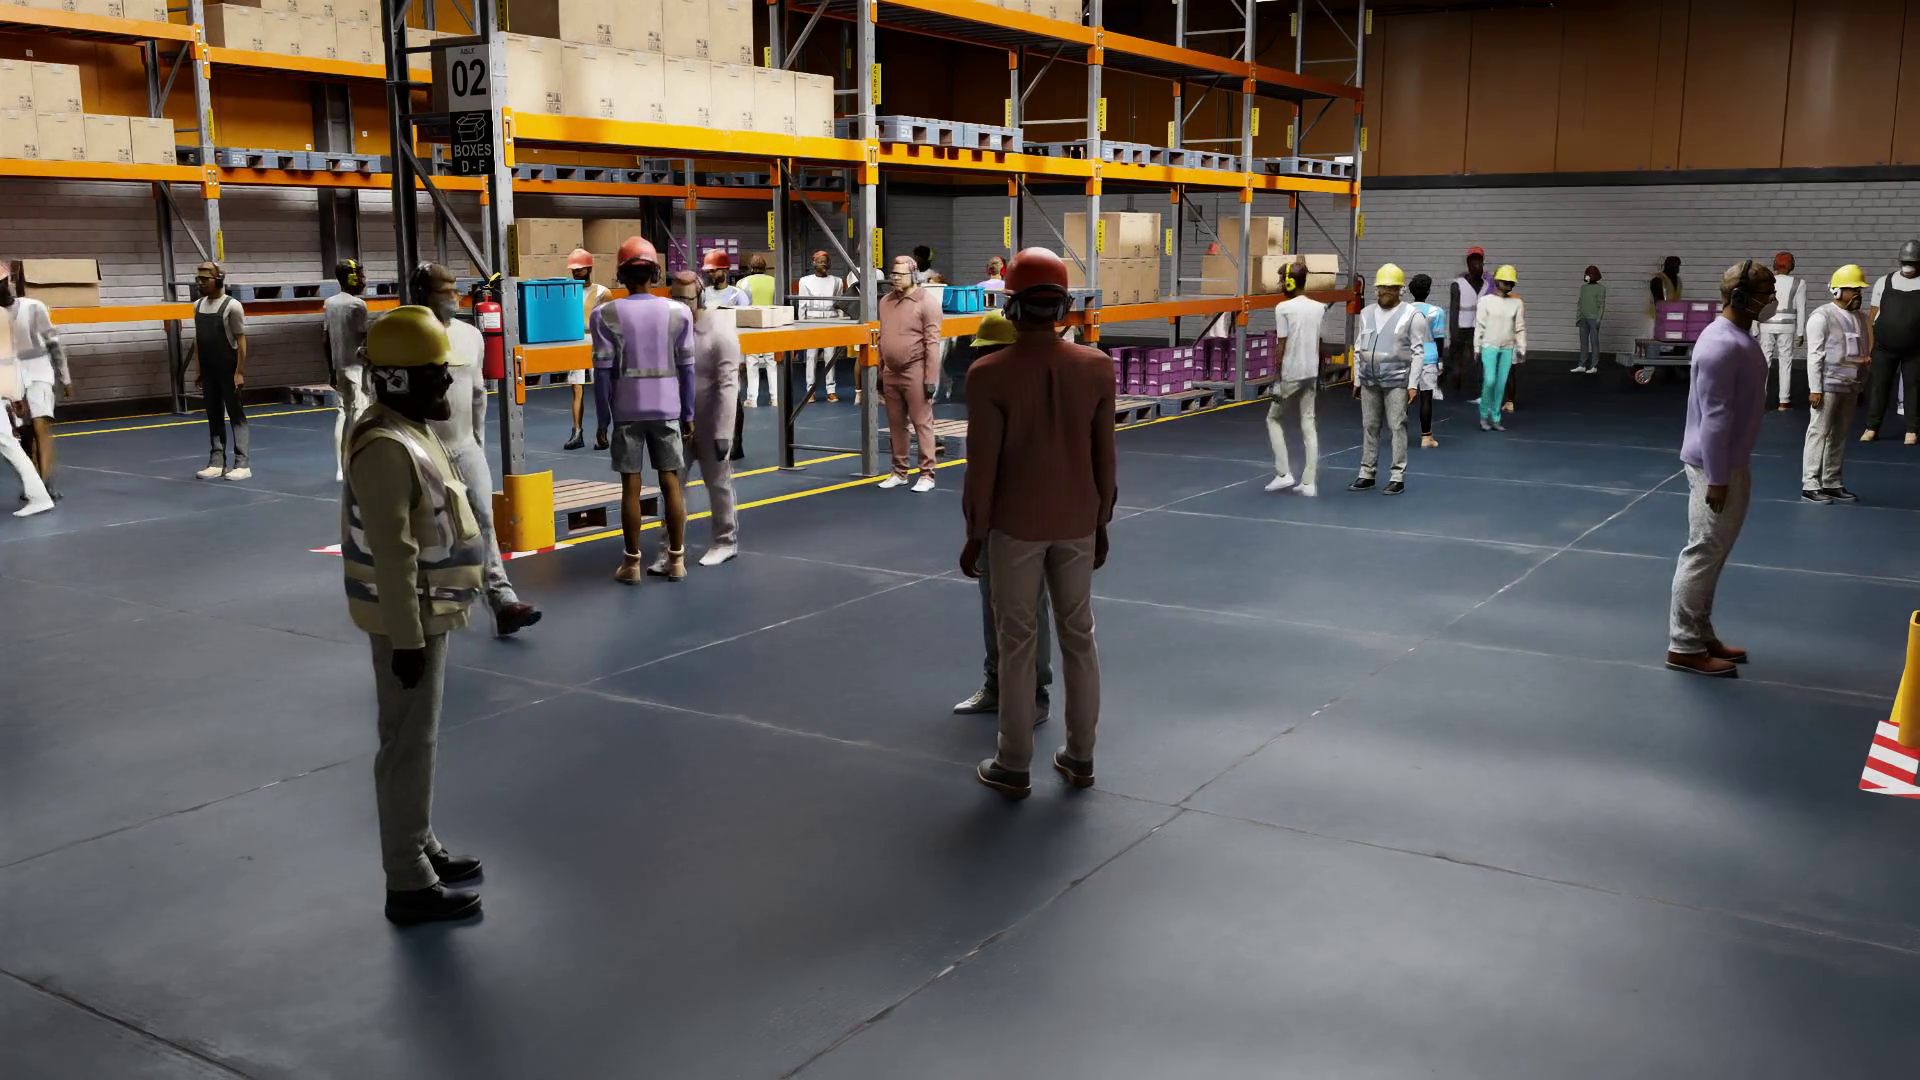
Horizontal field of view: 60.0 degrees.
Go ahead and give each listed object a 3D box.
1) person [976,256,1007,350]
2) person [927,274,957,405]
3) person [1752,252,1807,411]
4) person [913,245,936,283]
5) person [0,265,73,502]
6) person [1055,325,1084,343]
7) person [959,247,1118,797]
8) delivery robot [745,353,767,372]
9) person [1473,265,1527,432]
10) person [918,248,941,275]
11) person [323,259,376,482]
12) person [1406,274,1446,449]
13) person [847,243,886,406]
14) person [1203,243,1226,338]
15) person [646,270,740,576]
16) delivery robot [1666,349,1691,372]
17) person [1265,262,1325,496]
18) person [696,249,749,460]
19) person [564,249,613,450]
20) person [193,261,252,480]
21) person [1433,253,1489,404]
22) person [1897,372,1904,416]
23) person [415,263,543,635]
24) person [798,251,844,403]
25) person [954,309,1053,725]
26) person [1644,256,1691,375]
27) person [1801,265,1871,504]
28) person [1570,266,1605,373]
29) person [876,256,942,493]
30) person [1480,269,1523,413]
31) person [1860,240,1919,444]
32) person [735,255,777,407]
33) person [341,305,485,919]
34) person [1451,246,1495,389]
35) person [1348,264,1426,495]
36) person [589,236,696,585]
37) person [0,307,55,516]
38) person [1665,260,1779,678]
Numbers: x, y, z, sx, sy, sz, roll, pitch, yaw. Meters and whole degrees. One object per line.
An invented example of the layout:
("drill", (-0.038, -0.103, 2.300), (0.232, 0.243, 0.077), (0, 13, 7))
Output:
("person", (0.392, -2.300, 18.961), (0.568, 1.835, 0.387), (7, 12, 33))
("person", (-0.253, -2.493, 20.630), (0.530, 1.611, 0.703), (6, 12, 30))
("person", (9.750, -2.483, 19.822), (0.584, 1.882, 0.337), (8, 13, 36))
("person", (-0.488, -3.192, 23.553), (0.495, 1.953, 0.640), (-6, 12, -31))
("person", (-7.155, -1.187, 12.685), (0.620, 1.869, 0.823), (-4, 11, -21))
("person", (1.422, -2.853, 22.684), (0.537, 1.588, 0.883), (2, 11, 14))
("person", (0.285, -0.059, 6.081), (0.608, 1.996, 0.380), (-4, 11, -22))
("delivery robot", (-2.949, -2.638, 24.107), (0.477, 0.478, 0.707), (8, 13, 39))
("person", (5.717, -2.012, 17.542), (0.554, 1.751, 0.438), (-2, 10, -11))
("person", (-0.576, -4.179, 29.212), (0.633, 1.889, 0.470), (10, 14, 43))
("person", (-5.076, -1.403, 13.894), (0.530, 1.864, 0.313), (6, 12, 30))
("person", (4.461, -1.737, 16.200), (0.535, 1.700, 0.318), (7, 12, 35))
("person", (-1.103, -2.660, 20.350), (0.608, 2.048, 0.365), (9, 14, 41))
("person", (3.956, -3.658, 26.078), (0.527, 1.985, 0.635), (1, 10, 5))
("person", (-1.616, -0.697, 10.061), (0.656, 1.835, 0.964), (4, 11, 20))
("delivery robot", (10.626, -2.642, 24.129), (0.707, 0.478, 0.477), (3, 11, 18))
("person", (2.687, -1.281, 13.260), (0.610, 1.843, 0.604), (-5, 11, -26))
("person", (-2.202, -1.699, 15.329), (0.547, 1.938, 0.379), (5, 11, 25))
("person", (-3.612, -1.828, 16.045), (0.550, 1.935, 0.376), (1, 10, 7))
("person", (-6.267, -1.425, 14.071), (0.506, 1.846, 0.344), (3, 11, 18))
("person", (6.266, -2.646, 20.779), (0.607, 1.882, 0.940), (-5, 11, -26))
("person", (11.099, -2.368, 19.122), (0.651, 1.906, 0.403), (-7, 12, -34))
("person", (-2.553, -0.431, 8.408), (0.955, 1.896, 0.655), (8, 13, 37))
("person", (-1.728, -2.652, 20.757), (0.582, 1.884, 0.351), (-3, 11, -15))
("person", (0.188, -0.085, 6.924), (0.320, 1.742, 0.492), (-8, 13, -39))
("person", (10.638, -3.386, 25.128), (0.616, 1.789, 1.003), (-5, 11, -24))
("person", (6.776, -1.195, 12.829), (0.586, 1.833, 0.403), (-5, 11, -27))
("person", (9.616, -3.367, 25.415), (0.281, 1.633, 0.500), (-5, 11, -24))
("person", (-0.444, -1.335, 13.437), (0.645, 1.900, 0.395), (9, 13, 40))
("person", (6.331, -2.330, 19.483), (0.540, 1.698, 0.318), (-4, 11, -20))
("person", (9.383, -1.971, 16.552), (0.676, 2.000, 0.536), (8, 13, 36))
("person", (-2.445, -2.535, 20.232), (0.626, 1.843, 0.430), (-4, 11, -23))
("person", (-1.637, 0.214, 5.024), (0.404, 1.829, 0.600), (-2, 11, -13))
("person", (6.941, -2.997, 22.530), (0.549, 1.934, 0.374), (2, 10, 11))
("person", (3.389, -1.275, 13.272), (0.404, 1.830, 0.602), (-10, 14, -44))
("person", (-1.859, -0.751, 9.788), (0.608, 2.044, 0.372), (-4, 11, -21))
("person", (-7.142, -1.097, 12.183), (0.986, 1.880, 0.600), (0, 10, 1))
("person", (3.561, -0.330, 7.770), (0.360, 1.932, 0.628), (7, 12, 33))
